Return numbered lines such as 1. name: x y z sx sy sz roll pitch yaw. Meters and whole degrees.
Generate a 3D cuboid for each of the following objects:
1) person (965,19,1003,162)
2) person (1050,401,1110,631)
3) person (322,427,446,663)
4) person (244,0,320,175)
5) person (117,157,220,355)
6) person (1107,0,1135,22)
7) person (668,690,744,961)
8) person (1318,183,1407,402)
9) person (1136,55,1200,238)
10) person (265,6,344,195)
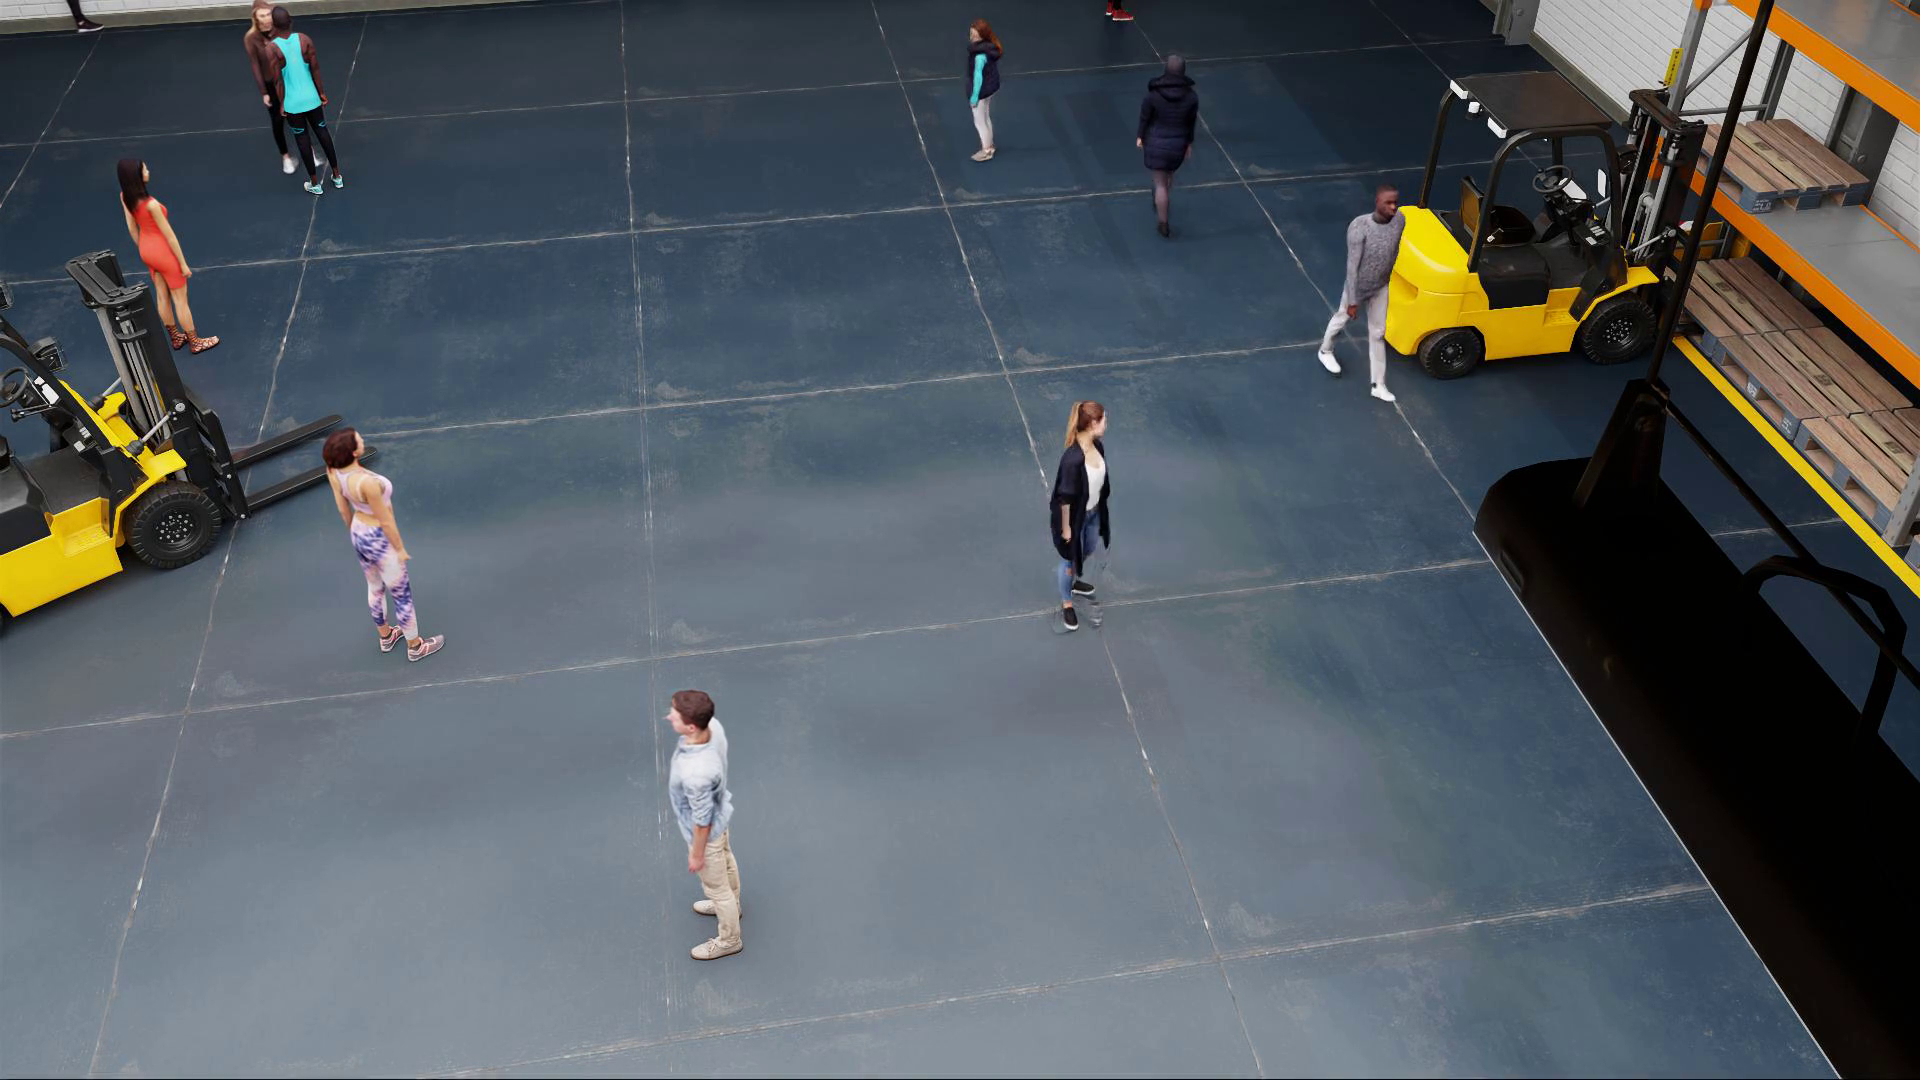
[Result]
1. person: 0.222 -4.465 16.433 0.821 1.480 0.622 10 40 12
2. person: 0.751 -0.157 10.877 0.735 1.683 0.782 -24 45 -27
3. person: -3.713 0.023 10.585 0.687 1.765 0.731 20 43 23
4. person: -6.633 -4.434 16.217 0.661 1.702 0.634 -22 43 -25
5. person: -6.512 -2.313 13.548 0.668 1.719 0.694 17 42 20
6. person: 1.874 -6.928 19.369 0.751 1.666 0.612 -26 46 -29
7. person: -1.321 1.474 8.702 0.730 1.848 0.531 -1 39 -2
8. person: 3.157 -2.035 13.146 0.859 1.785 1.213 -13 40 -16
9. person: 1.888 -3.561 15.185 0.700 1.625 1.042 -4 39 -5
10. person: -6.259 -4.176 15.807 0.696 1.810 0.692 -27 46 -30
